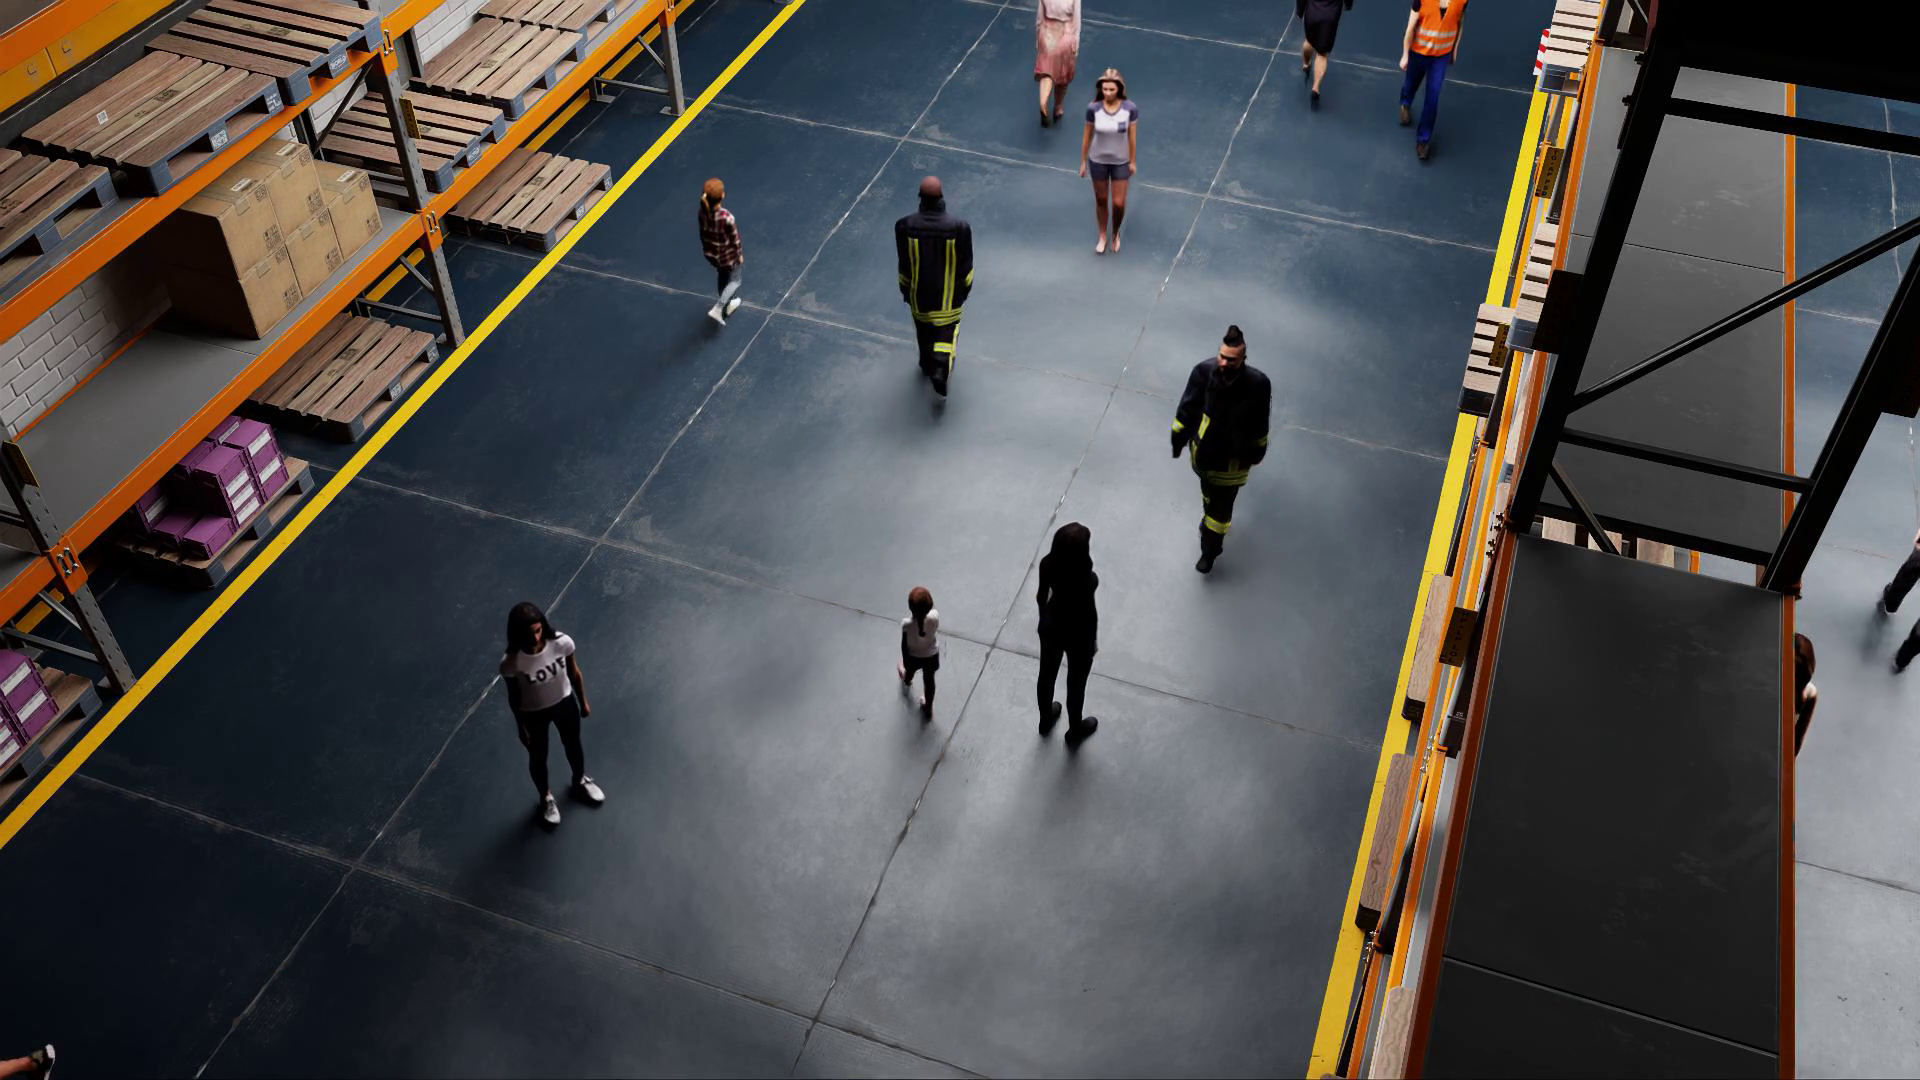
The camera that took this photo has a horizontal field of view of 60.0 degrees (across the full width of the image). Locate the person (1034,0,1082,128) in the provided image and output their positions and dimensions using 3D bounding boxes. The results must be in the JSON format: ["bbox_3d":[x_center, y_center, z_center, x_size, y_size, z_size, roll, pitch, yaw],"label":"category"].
[{"bbox_3d":[0.912,-4.647,15.674,0.633,1.674,0.868,10,44,10],"label":"person"}]

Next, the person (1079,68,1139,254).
[{"bbox_3d":[1.292,-3.264,14.192,0.660,1.716,0.630,9,44,9],"label":"person"}]

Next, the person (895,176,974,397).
[{"bbox_3d":[-0.199,-1.928,12.722,0.901,1.809,1.112,4,44,4],"label":"person"}]

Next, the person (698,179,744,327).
[{"bbox_3d":[-1.964,-2.309,13.494,0.616,1.295,0.760,23,48,22],"label":"person"}]

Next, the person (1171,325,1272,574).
[{"bbox_3d":[1.845,-0.736,11.452,0.892,1.835,1.088,21,48,21],"label":"person"}]

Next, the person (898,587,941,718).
[{"bbox_3d":[-0.225,0.733,10.515,0.625,1.001,0.722,-12,45,-12],"label":"person"}]

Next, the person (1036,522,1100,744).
[{"bbox_3d":[0.643,0.576,10.144,0.624,1.739,0.612,26,49,25],"label":"person"}]

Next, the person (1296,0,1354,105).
[{"bbox_3d":[3.516,-5.033,16.113,0.765,1.628,1.092,10,44,10],"label":"person"}]

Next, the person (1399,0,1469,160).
[{"bbox_3d":[4.361,-4.597,15.494,0.897,1.849,1.280,4,44,4],"label":"person"}]

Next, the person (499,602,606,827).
[{"bbox_3d":[-2.409,0.990,9.688,0.658,1.769,0.746,-25,49,-24],"label":"person"}]
